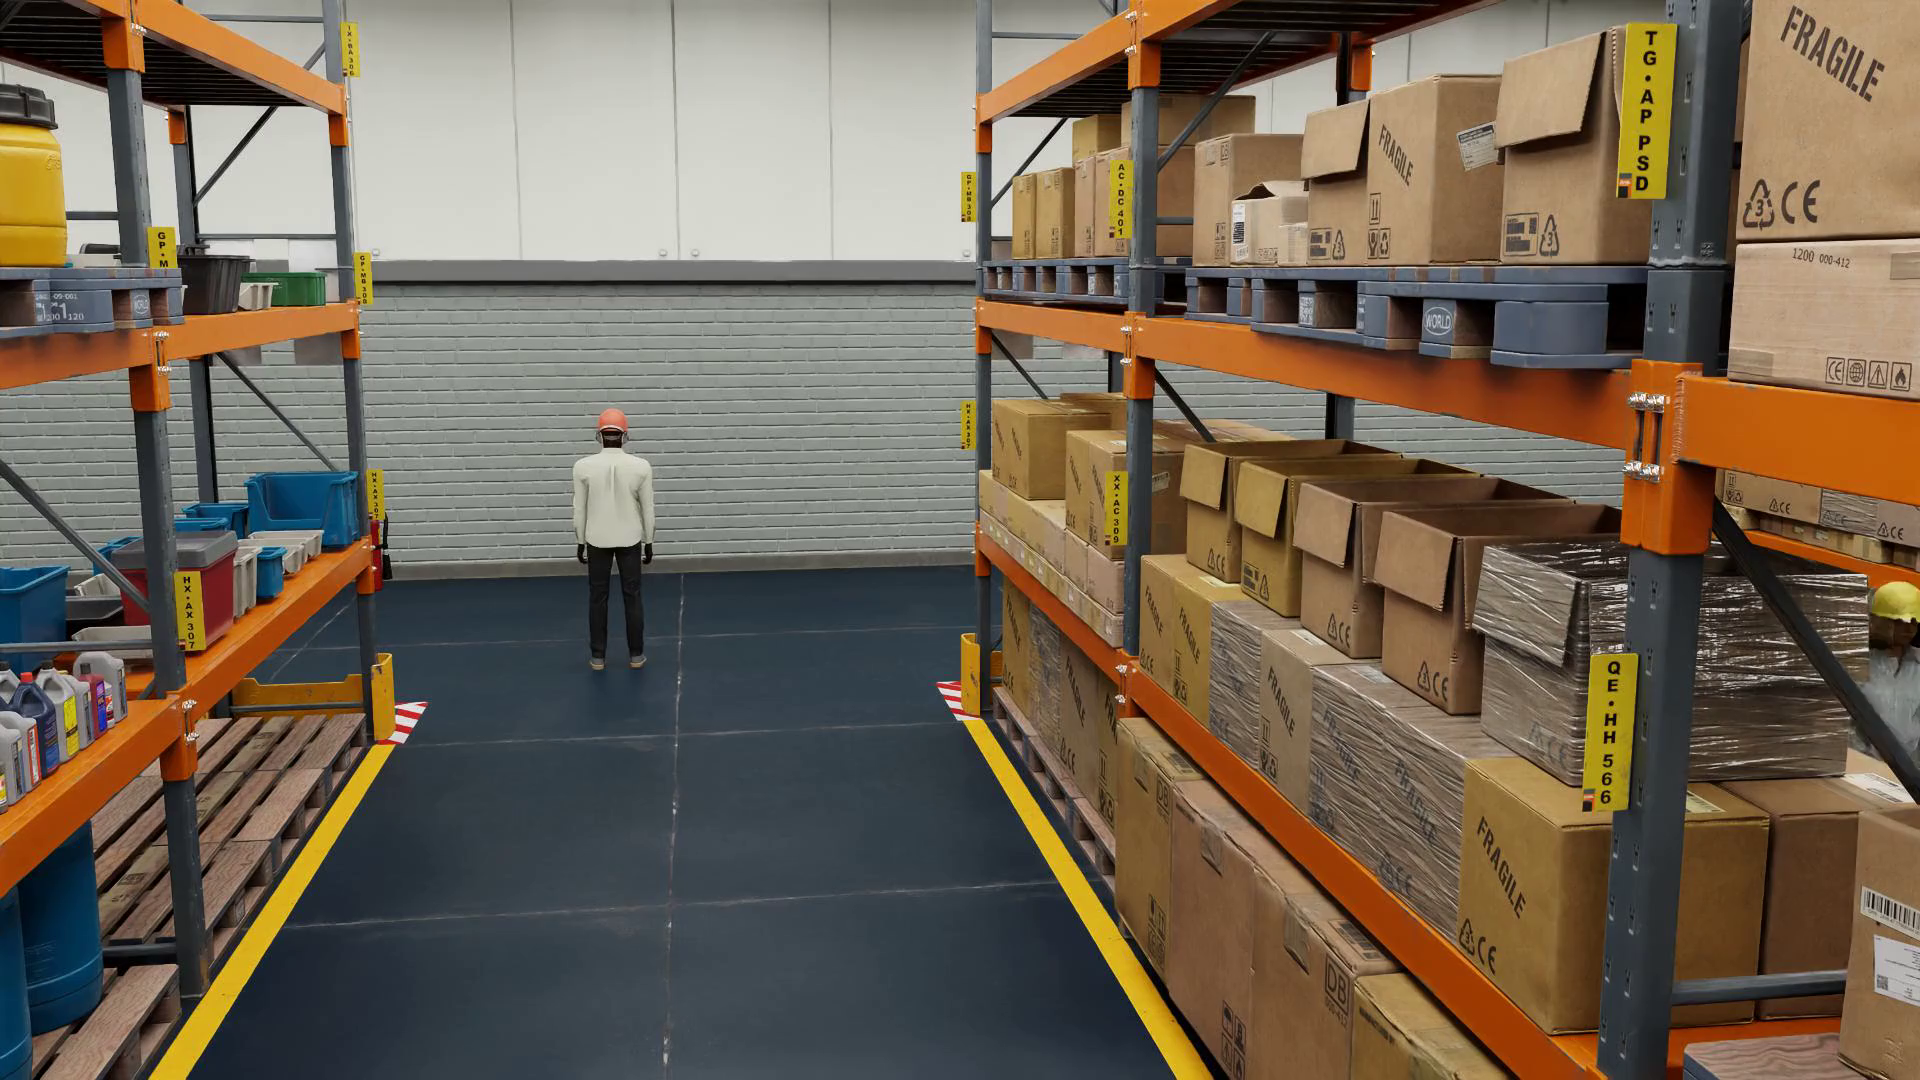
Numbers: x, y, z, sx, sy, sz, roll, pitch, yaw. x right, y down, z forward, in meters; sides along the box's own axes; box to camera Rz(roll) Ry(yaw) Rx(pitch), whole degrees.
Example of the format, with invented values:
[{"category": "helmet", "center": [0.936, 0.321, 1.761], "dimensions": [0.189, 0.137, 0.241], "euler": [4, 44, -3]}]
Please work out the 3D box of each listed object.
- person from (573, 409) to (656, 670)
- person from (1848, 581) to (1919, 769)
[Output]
[{"category": "person", "center": [-2.632, -0.005, 12.693], "dimensions": [0.610, 1.988, 0.402], "euler": [-2, 9, -13]}, {"category": "person", "center": [3.932, 1.030, 7.070], "dimensions": [0.505, 1.727, 0.454], "euler": [-1, 9, -8]}]
